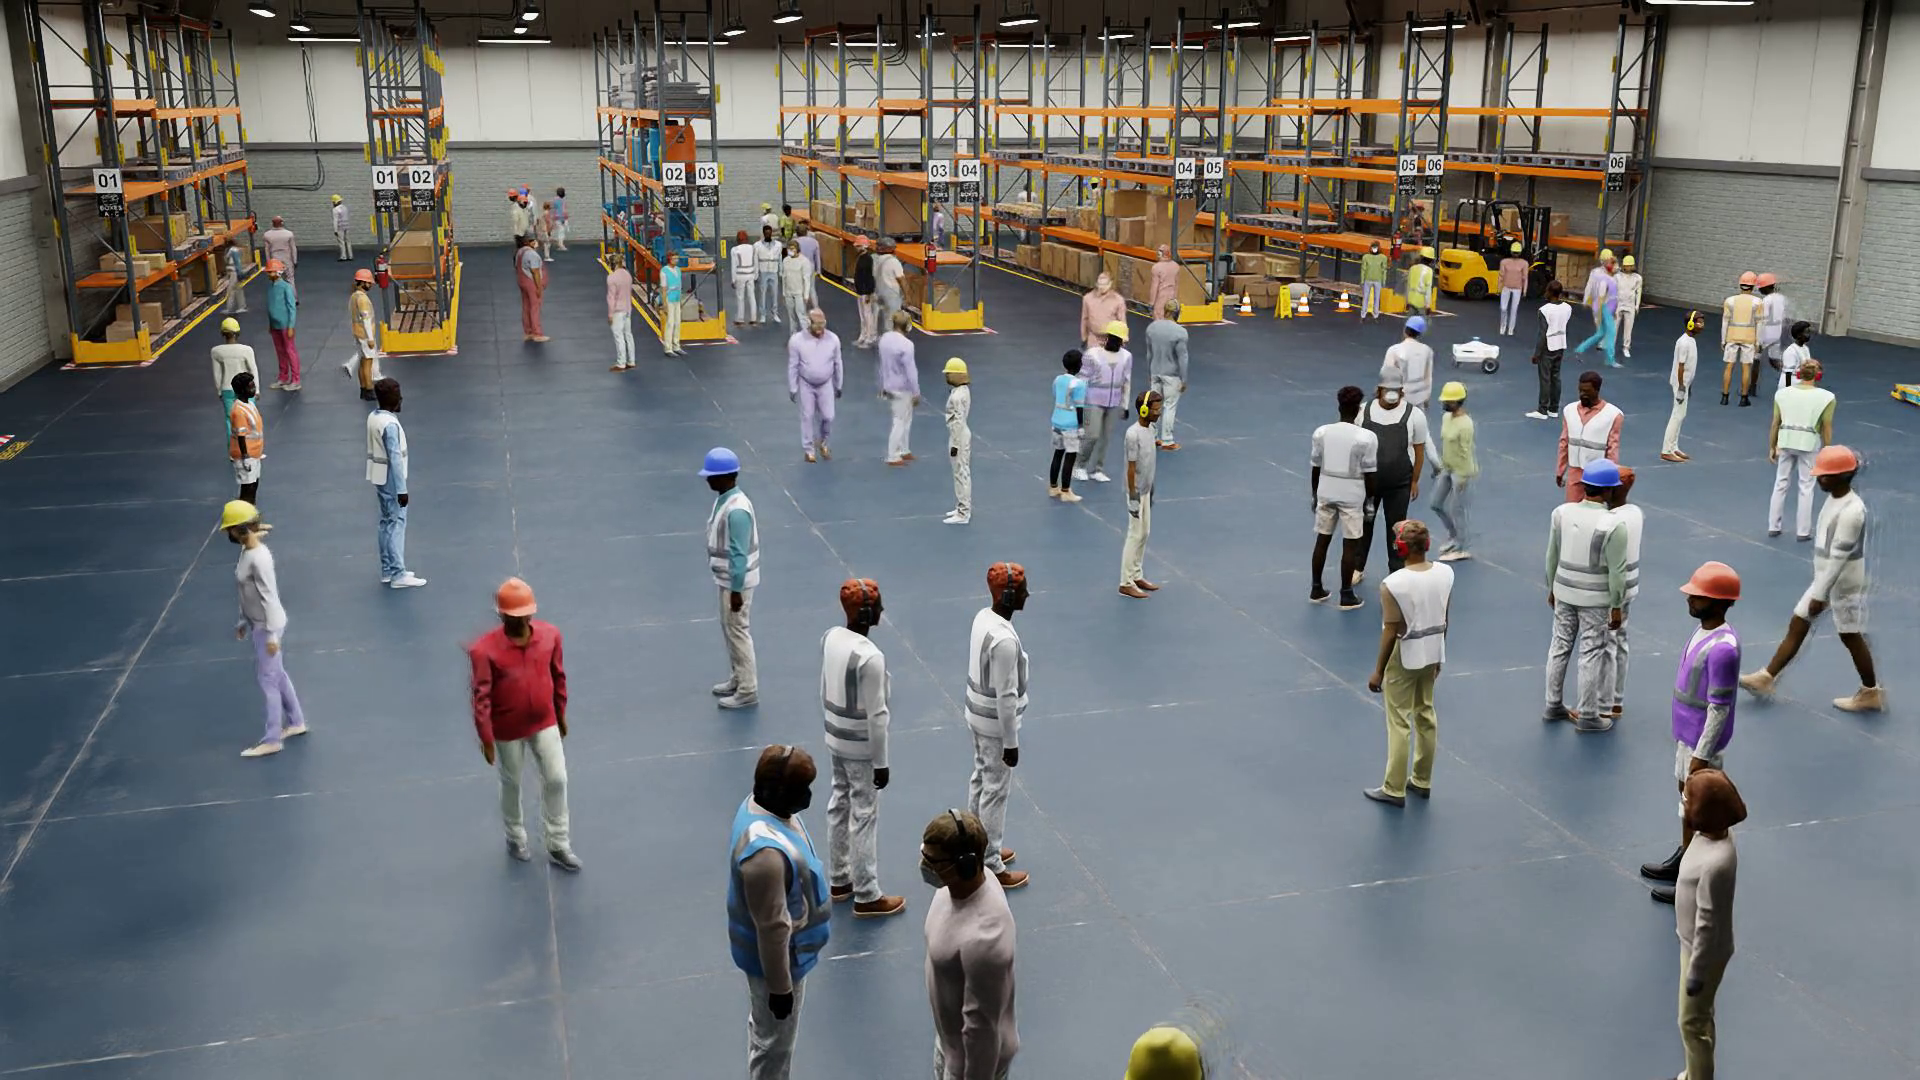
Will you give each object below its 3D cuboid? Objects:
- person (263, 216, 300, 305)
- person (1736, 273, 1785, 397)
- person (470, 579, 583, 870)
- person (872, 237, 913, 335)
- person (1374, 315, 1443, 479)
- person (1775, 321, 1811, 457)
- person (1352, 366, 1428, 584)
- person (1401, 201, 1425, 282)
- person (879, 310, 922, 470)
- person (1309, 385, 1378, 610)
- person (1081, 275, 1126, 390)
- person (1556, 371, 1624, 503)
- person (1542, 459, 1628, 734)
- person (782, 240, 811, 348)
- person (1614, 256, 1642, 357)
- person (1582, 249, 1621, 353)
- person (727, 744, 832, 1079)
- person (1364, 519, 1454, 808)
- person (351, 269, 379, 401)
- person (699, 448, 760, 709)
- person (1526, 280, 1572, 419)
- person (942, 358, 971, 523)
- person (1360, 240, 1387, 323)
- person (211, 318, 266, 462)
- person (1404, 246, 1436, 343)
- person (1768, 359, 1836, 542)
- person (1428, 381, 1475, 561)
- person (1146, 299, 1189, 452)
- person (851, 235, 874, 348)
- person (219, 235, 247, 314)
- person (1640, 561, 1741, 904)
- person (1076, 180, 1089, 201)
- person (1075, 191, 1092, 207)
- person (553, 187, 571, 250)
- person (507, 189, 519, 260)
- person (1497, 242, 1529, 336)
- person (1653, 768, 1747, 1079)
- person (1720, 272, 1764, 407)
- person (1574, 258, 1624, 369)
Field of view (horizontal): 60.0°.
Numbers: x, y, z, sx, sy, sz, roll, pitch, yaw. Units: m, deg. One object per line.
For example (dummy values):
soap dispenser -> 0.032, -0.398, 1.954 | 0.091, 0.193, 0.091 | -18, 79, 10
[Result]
person -> -14.545, -5.975, 35.677 | 0.638, 1.910, 0.407 | -4, 15, -14
person -> 11.975, -2.987, 24.499 | 0.596, 1.878, 0.895 | -9, 17, -31
person -> -2.456, 1.070, 9.506 | 0.587, 1.724, 0.717 | -11, 18, -34
person -> -1.182, -4.302, 29.126 | 0.602, 2.000, 0.791 | -11, 18, -34
person -> 5.219, -1.632, 19.308 | 0.760, 1.931, 0.673 | -7, 16, -24
person -> 10.343, -1.869, 20.634 | 0.318, 1.697, 0.542 | 14, 20, 42
person -> 3.834, -0.570, 15.081 | 0.689, 2.000, 0.539 | 6, 16, 23
person -> 10.852, -7.027, 39.500 | 0.487, 1.982, 0.671 | 3, 15, 12
person -> -0.633, -1.813, 19.988 | 0.696, 1.913, 0.647 | -9, 17, -31
person -> 3.337, -0.376, 14.529 | 0.601, 1.958, 0.386 | 13, 20, 40
person -> 2.094, -2.952, 24.391 | 0.674, 1.851, 0.980 | 2, 15, 9
person -> 5.895, -0.647, 15.634 | 0.405, 1.906, 0.604 | -12, 19, -37
person -> 4.390, 0.386, 11.662 | 0.397, 1.946, 0.617 | -9, 17, -31
person -> -2.912, -4.369, 29.598 | 0.628, 1.932, 0.366 | 12, 19, 38
person -> 11.443, -4.019, 28.631 | 0.489, 1.743, 0.323 | 5, 16, 19
person -> 11.302, -4.219, 29.310 | 0.609, 1.787, 0.919 | -1, 15, -3
person -> -0.739, 1.713, 6.889 | 0.429, 1.834, 0.632 | -2, 15, -6
person -> 2.821, 0.776, 10.404 | 0.563, 1.838, 0.388 | -9, 17, -30
person -> -8.744, -3.020, 24.516 | 0.368, 1.929, 0.542 | -10, 18, -33
person -> -1.666, 0.272, 12.122 | 0.418, 1.937, 0.618 | -4, 16, -16
person -> 8.206, -2.643, 23.112 | 0.593, 1.922, 0.391 | -10, 18, -33
person -> -0.039, -1.042, 17.430 | 0.308, 1.742, 0.494 | 2, 15, 7
person -> 8.194, -5.118, 32.973 | 0.501, 1.633, 0.286 | 4, 15, 14
person -> -8.845, -1.836, 20.367 | 0.525, 1.772, 0.304 | -1, 15, -5
person -> 7.894, -4.087, 28.571 | 0.482, 1.901, 0.683 | -7, 16, -23
person -> 8.425, -0.899, 16.717 | 0.565, 1.836, 0.384 | 13, 20, 41
person -> 4.722, -0.653, 15.947 | 0.396, 1.749, 0.542 | -3, 15, -13
person -> 2.611, -2.066, 20.942 | 0.392, 1.928, 0.632 | -14, 21, -43
person -> -1.719, -4.442, 29.740 | 0.375, 1.995, 0.609 | -6, 16, -22
person -> -15.126, -5.470, 34.345 | 0.683, 1.616, 0.523 | -11, 18, -36
person -> 4.053, 1.056, 9.153 | 0.352, 1.942, 0.545 | 3, 15, 12
person -> 3.719, -9.960, 50.619 | 0.416, 1.941, 0.607 | 5, 16, 18
person -> 3.681, -9.579, 49.611 | 0.493, 1.715, 0.781 | 2, 15, 6
person -> -11.661, -9.395, 48.717 | 0.446, 1.830, 0.633 | -1, 15, -2
person -> -12.267, -8.708, 45.929 | 0.388, 1.928, 0.549 | -7, 16, -24
person -> 10.335, -4.688, 31.119 | 0.555, 1.745, 0.554 | 5, 16, 18
person -> 3.168, 1.753, 7.139 | 0.280, 1.627, 0.507 | 6, 16, 22
person -> 11.297, -2.901, 24.052 | 0.542, 1.938, 0.357 | 9, 17, 31
person -> 10.661, -3.774, 27.556 | 0.802, 1.824, 0.574 | 9, 18, 32
